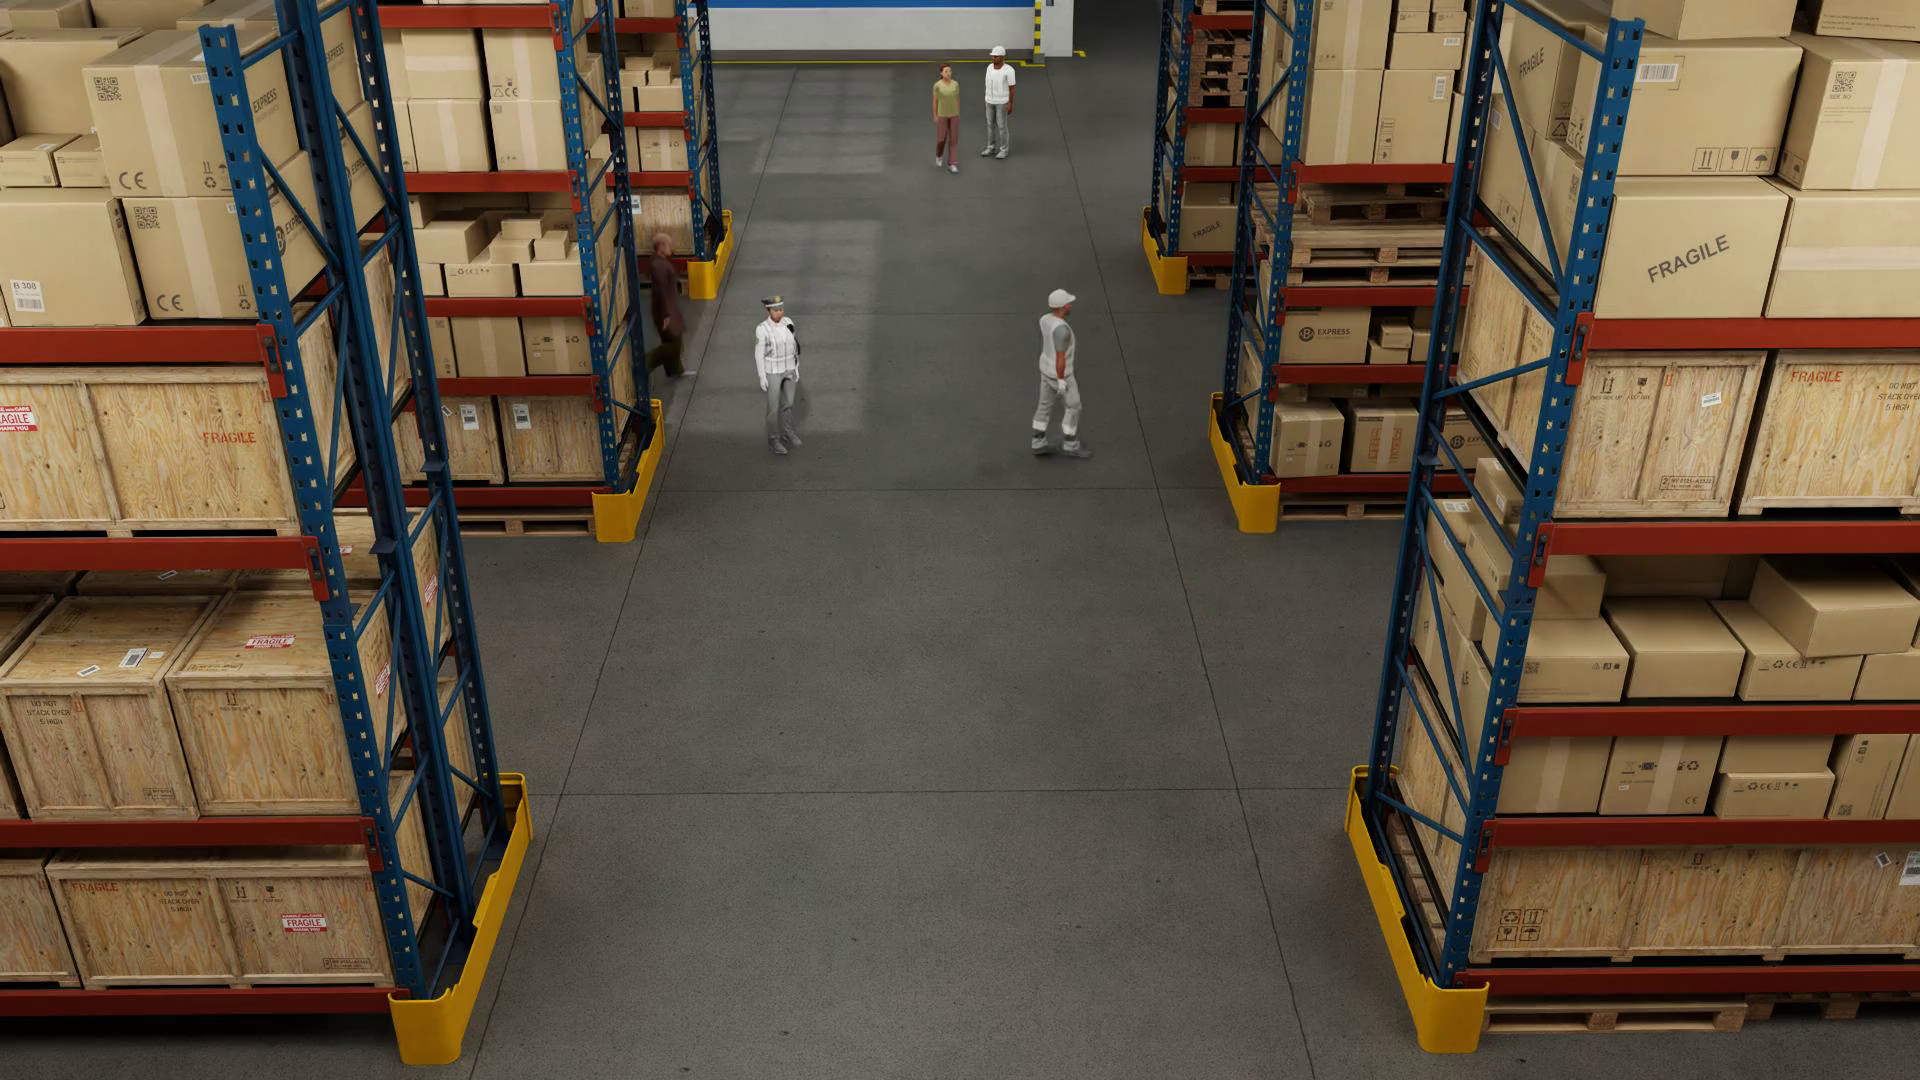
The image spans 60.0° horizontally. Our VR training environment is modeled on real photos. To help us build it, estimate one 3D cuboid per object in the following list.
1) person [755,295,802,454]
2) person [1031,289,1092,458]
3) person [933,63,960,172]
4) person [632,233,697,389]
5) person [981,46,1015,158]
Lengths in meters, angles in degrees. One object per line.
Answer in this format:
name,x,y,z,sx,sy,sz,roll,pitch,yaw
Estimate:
person,-1.856,-1.728,17.224,0.480,1.714,0.372,-22,35,-34
person,1.039,-1.708,17.031,0.590,1.796,0.567,-11,30,-19
person,-0.190,-6.757,26.567,0.447,1.667,0.592,-9,29,-16
person,-3.365,-2.562,18.651,0.745,1.775,0.637,-8,29,-14
person,0.603,-7.179,27.258,0.563,1.771,0.387,20,34,33
